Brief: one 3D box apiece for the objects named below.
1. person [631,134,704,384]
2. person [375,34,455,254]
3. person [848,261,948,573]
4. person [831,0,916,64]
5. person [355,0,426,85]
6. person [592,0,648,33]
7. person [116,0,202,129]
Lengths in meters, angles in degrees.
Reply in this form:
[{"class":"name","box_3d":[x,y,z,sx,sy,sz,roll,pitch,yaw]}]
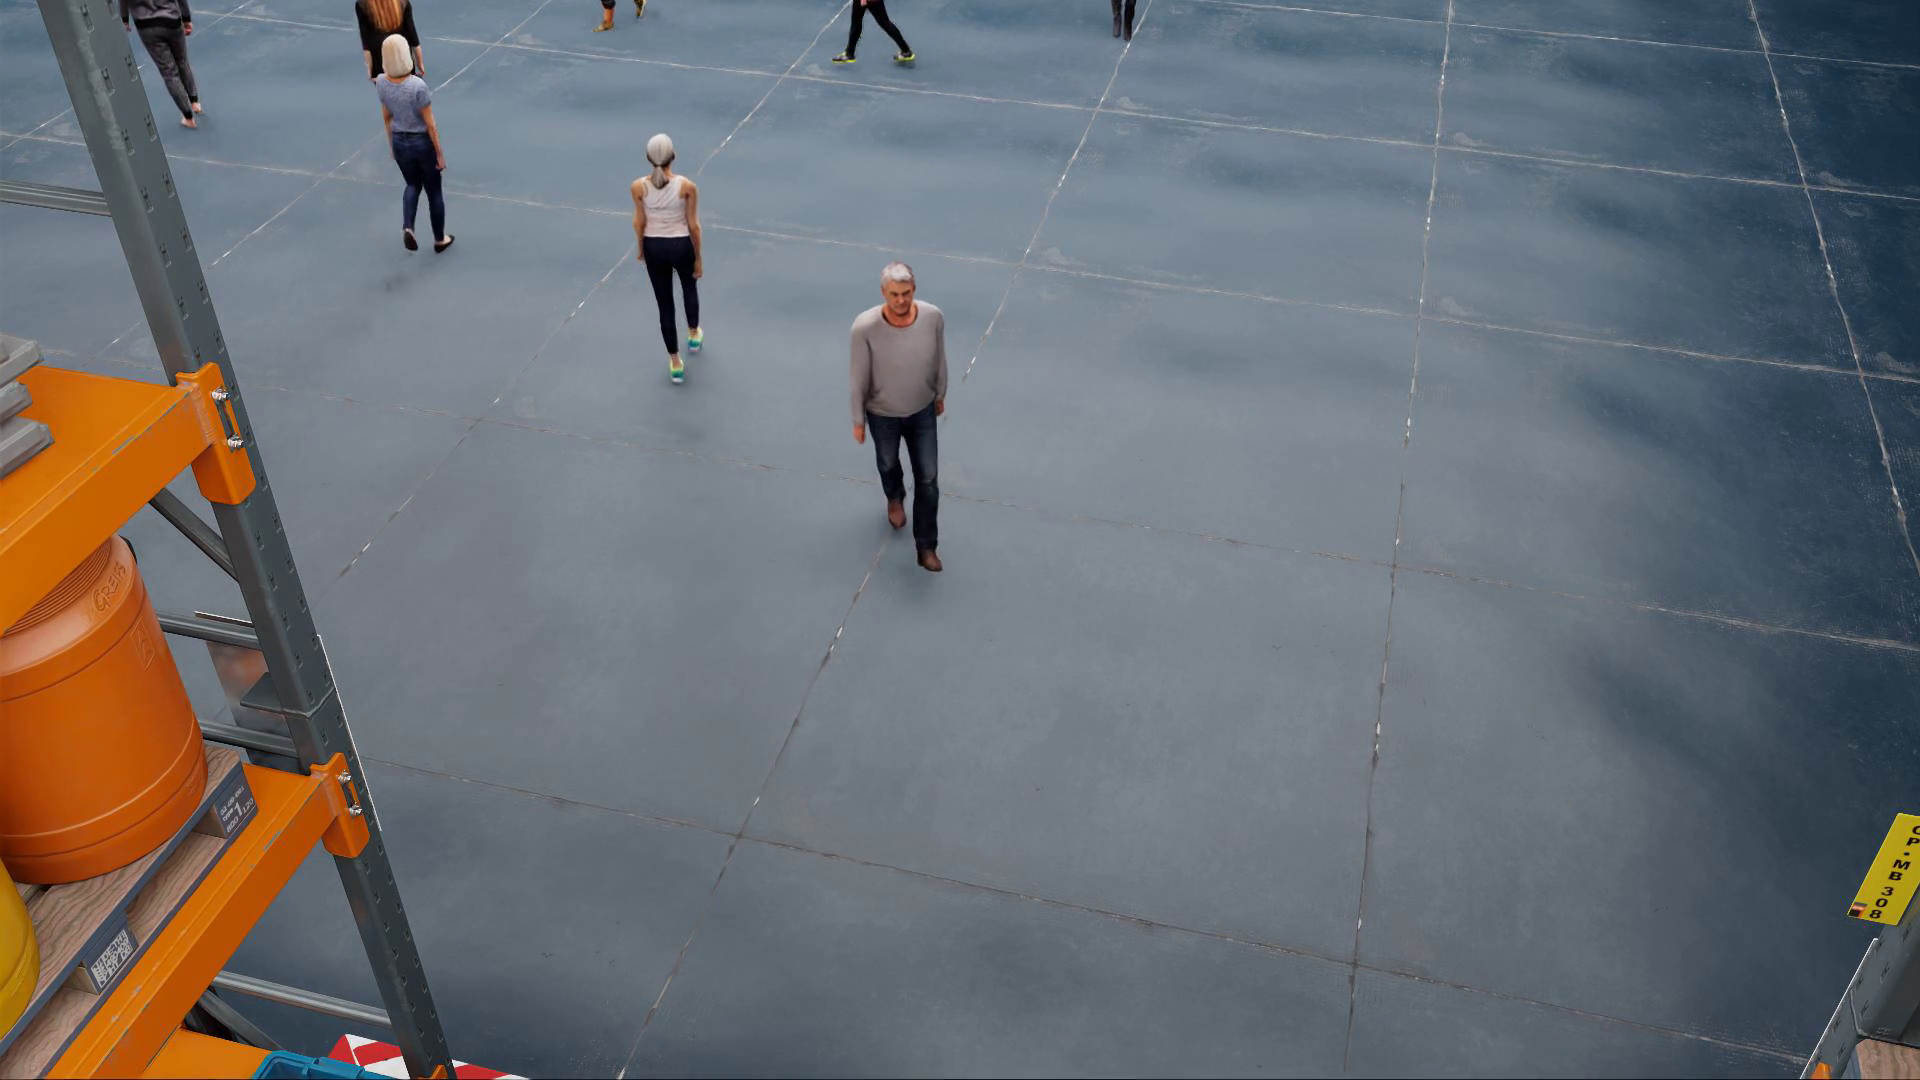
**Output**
[{"class":"person","box_3d":[-1.927,-1.823,11.041,0.813,1.677,0.971,-6,38,-7]},{"class":"person","box_3d":[-4.093,-2.889,12.376,0.597,1.712,0.746,7,39,9]},{"class":"person","box_3d":[-0.364,-0.801,9.588,1.090,1.858,1.304,-8,39,-10]},{"class":"person","box_3d":[-0.763,-5.106,15.384,0.887,1.496,1.038,0,38,0]},{"class":"person","box_3d":[-4.641,-3.879,13.650,0.842,1.700,0.915,-15,41,-19]},{"class":"person","box_3d":[-3.414,-5.757,16.258,0.993,1.444,0.892,-25,44,-28]},{"class":"person","box_3d":[-6.833,-4.406,14.218,0.892,1.830,0.953,-23,43,-26]}]
